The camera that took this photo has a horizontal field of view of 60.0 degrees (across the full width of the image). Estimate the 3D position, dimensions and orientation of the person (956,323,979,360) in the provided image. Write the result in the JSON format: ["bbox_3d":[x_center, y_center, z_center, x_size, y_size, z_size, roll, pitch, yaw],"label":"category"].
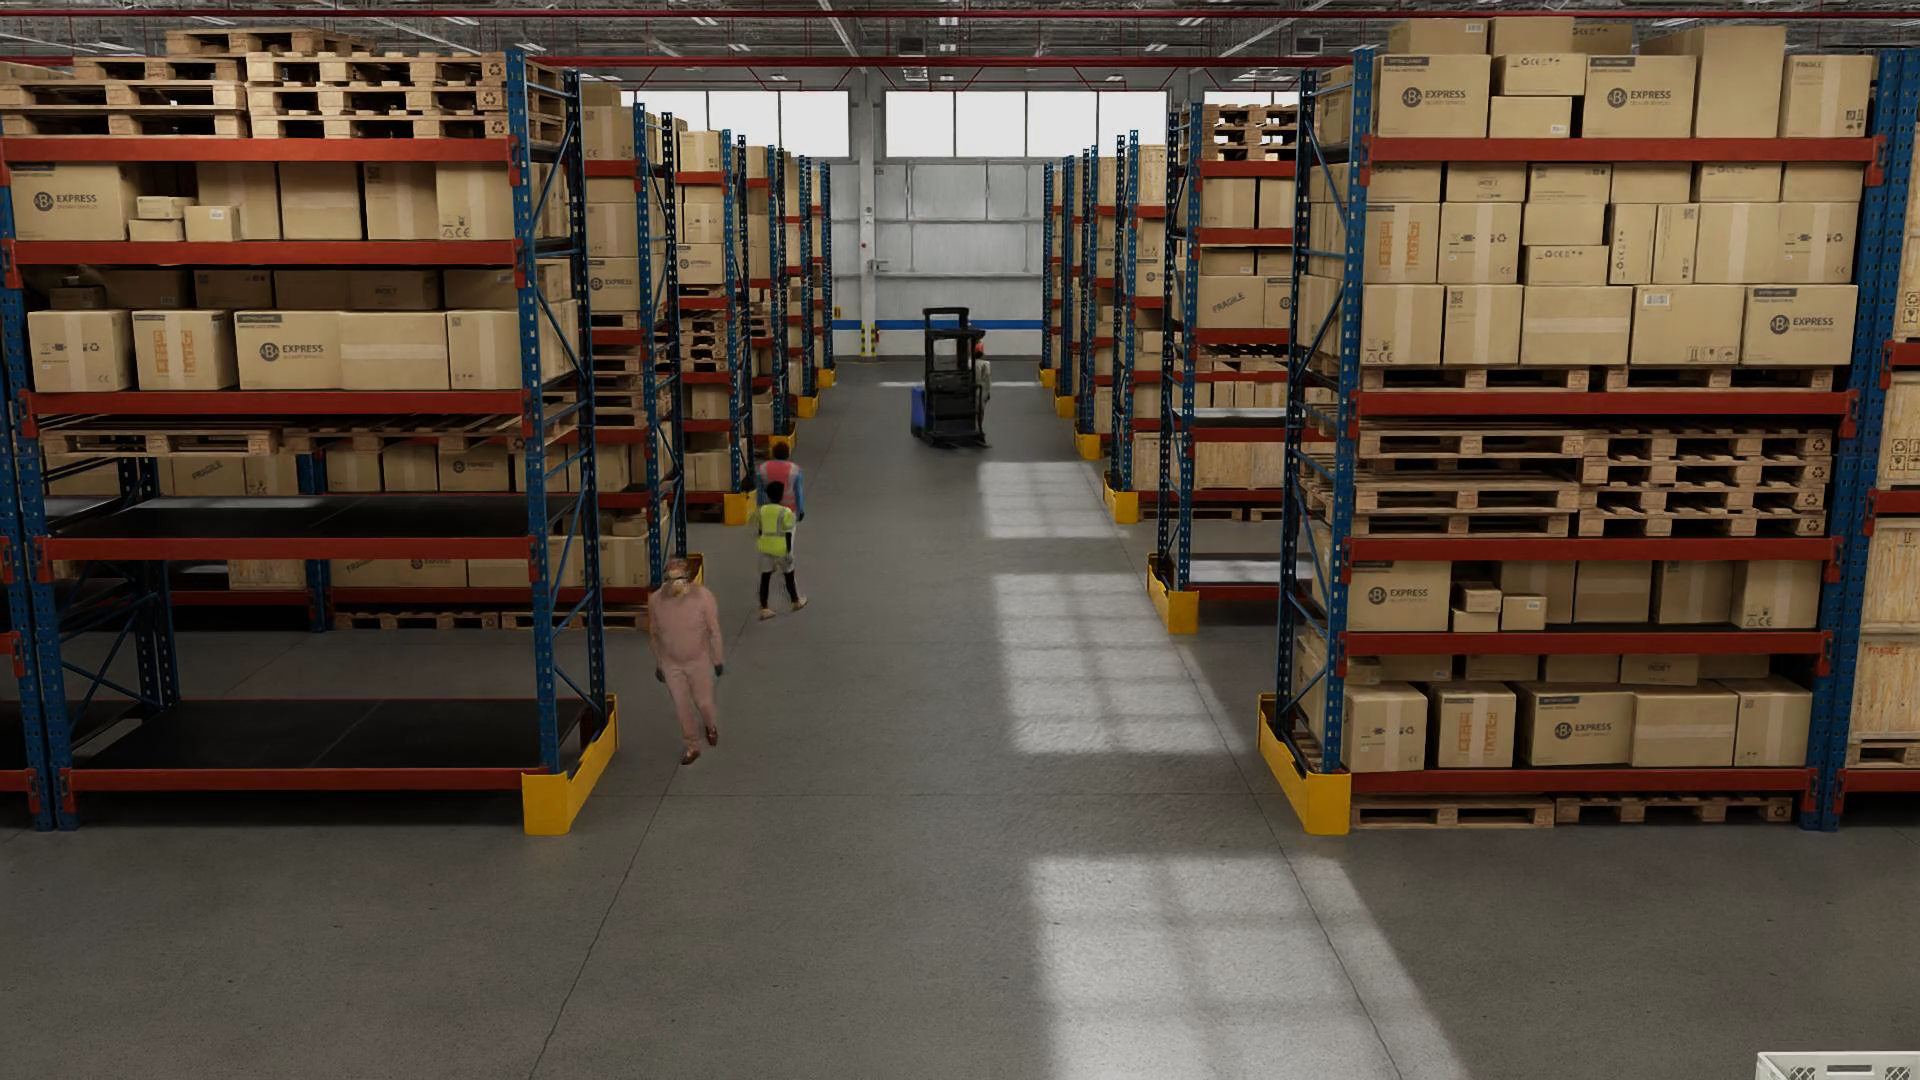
[{"bbox_3d":[0.227,-4.721,43.528,0.652,1.904,0.403,3,12,14],"label":"person"}]

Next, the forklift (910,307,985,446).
[{"bbox_3d":[-0.305,-3.495,35.024,1.129,2.768,1.873,-4,12,-18],"label":"forklift"}]

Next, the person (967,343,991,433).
[{"bbox_3d":[0.358,-3.231,35.852,0.612,2.025,0.709,3,12,16],"label":"person"}]

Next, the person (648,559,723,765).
[{"bbox_3d":[-2.459,1.060,14.954,0.655,1.877,0.536,1,11,4],"label":"person"}]

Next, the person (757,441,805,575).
[{"bbox_3d":[-2.405,-0.425,22.430,0.646,1.825,0.453,1,11,3],"label":"person"}]

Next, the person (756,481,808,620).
[{"bbox_3d":[-2.187,0.104,20.203,0.557,1.652,0.836,6,13,27],"label":"person"}]
